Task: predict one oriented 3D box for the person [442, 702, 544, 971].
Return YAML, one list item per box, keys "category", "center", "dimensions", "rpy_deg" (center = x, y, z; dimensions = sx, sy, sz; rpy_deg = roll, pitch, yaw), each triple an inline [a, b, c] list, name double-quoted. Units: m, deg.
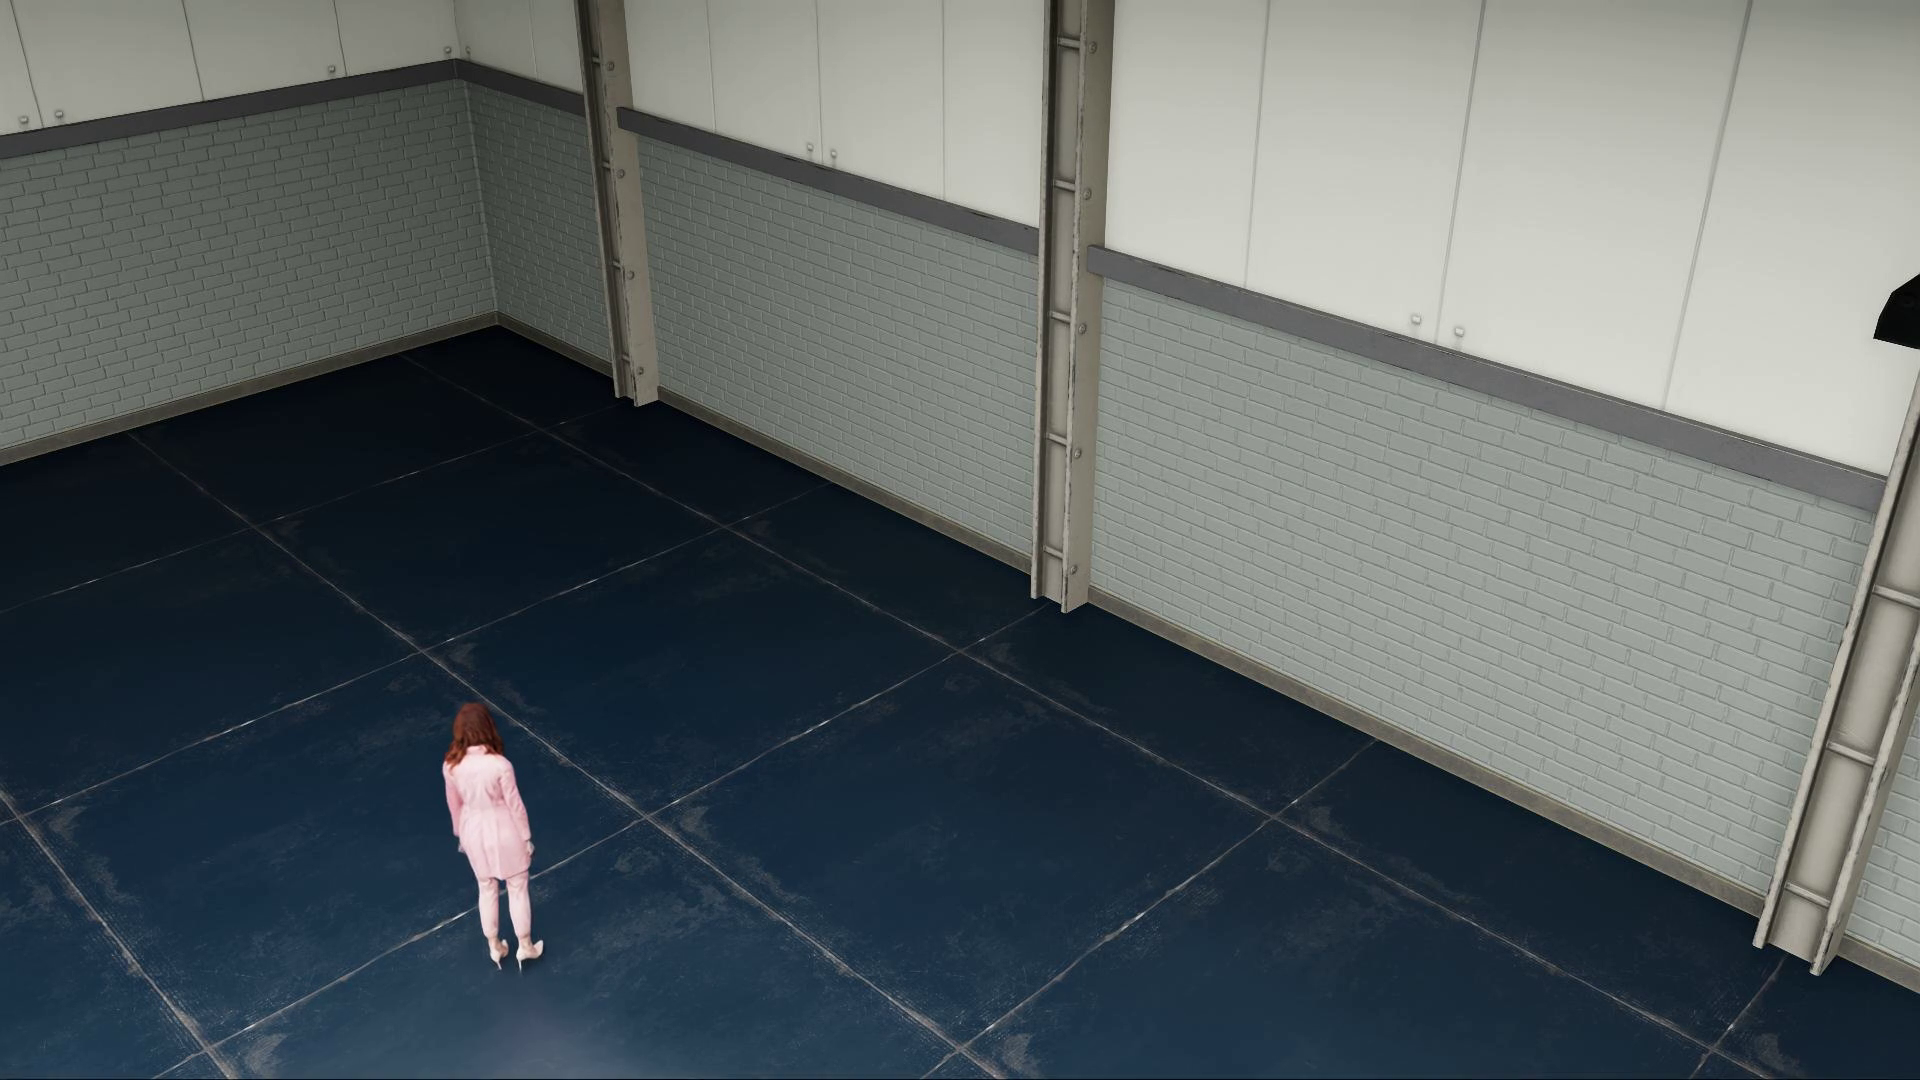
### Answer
- category: "person"
  center: [-2.689, 1.739, 9.576]
  dimensions: [0.661, 1.799, 0.750]
  rpy_deg: [4, 28, 7]
